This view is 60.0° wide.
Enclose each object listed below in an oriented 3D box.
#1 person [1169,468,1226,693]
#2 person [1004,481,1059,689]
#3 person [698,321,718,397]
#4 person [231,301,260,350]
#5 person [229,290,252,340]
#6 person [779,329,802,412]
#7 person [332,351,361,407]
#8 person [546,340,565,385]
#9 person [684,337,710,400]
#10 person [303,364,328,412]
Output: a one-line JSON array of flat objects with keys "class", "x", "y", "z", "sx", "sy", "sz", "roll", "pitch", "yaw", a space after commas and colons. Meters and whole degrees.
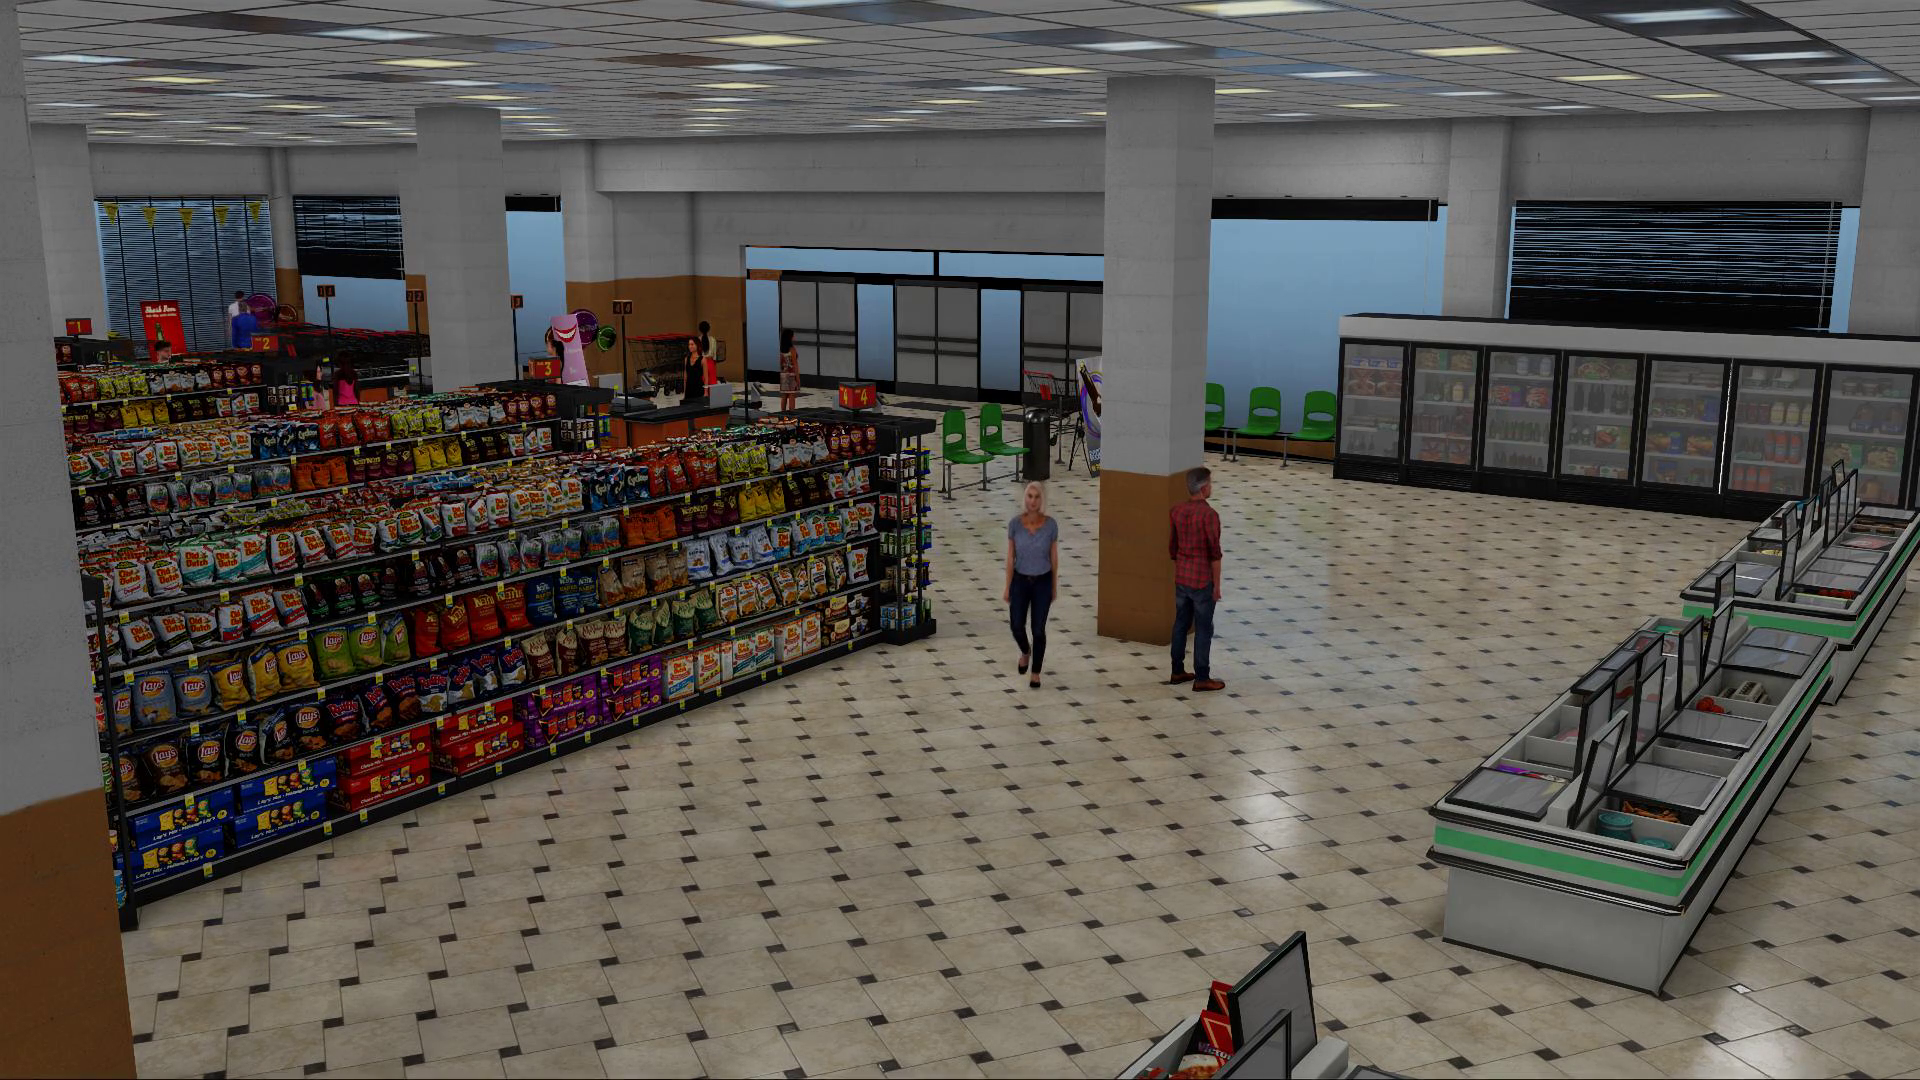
[{"class": "person", "x": 1.929, "y": 0.309, "z": 13.623, "sx": 0.668, "sy": 1.831, "sz": 0.745, "roll": -9, "pitch": 15, "yaw": -36}, {"class": "person", "x": 0.600, "y": 0.350, "z": 13.722, "sx": 0.737, "sy": 1.711, "sz": 0.789, "roll": 1, "pitch": 12, "yaw": 7}, {"class": "person", "x": -4.452, "y": -2.946, "z": 29.177, "sx": 0.607, "sy": 1.792, "sz": 0.740, "roll": -7, "pitch": 14, "yaw": -30}, {"class": "person", "x": -14.450, "y": -3.912, "z": 33.756, "sx": 1.104, "sy": 1.796, "sz": 1.005, "roll": -8, "pitch": 15, "yaw": -35}, {"class": "person", "x": -16.022, "y": -4.625, "z": 37.038, "sx": 0.822, "sy": 1.839, "sz": 0.851, "roll": 0, "pitch": 12, "yaw": 1}, {"class": "person", "x": -3.008, "y": -2.884, "z": 29.238, "sx": 0.596, "sy": 1.645, "sz": 0.692, "roll": -11, "pitch": 16, "yaw": -42}, {"class": "person", "x": -9.047, "y": -1.939, "z": 24.563, "sx": 0.536, "sy": 1.723, "sz": 0.665, "roll": -11, "pitch": 16, "yaw": -43}, {"class": "person", "x": -6.364, "y": -2.298, "z": 26.255, "sx": 0.734, "sy": 1.727, "sz": 0.712, "roll": -5, "pitch": 13, "yaw": -23}, {"class": "person", "x": -4.042, "y": -2.202, "z": 25.542, "sx": 0.614, "sy": 1.834, "sz": 0.574, "roll": 5, "pitch": 13, "yaw": 24}, {"class": "person", "x": -8.520, "y": -1.440, "z": 22.000, "sx": 0.713, "sy": 1.803, "sz": 0.686, "roll": -4, "pitch": 13, "yaw": -18}]
